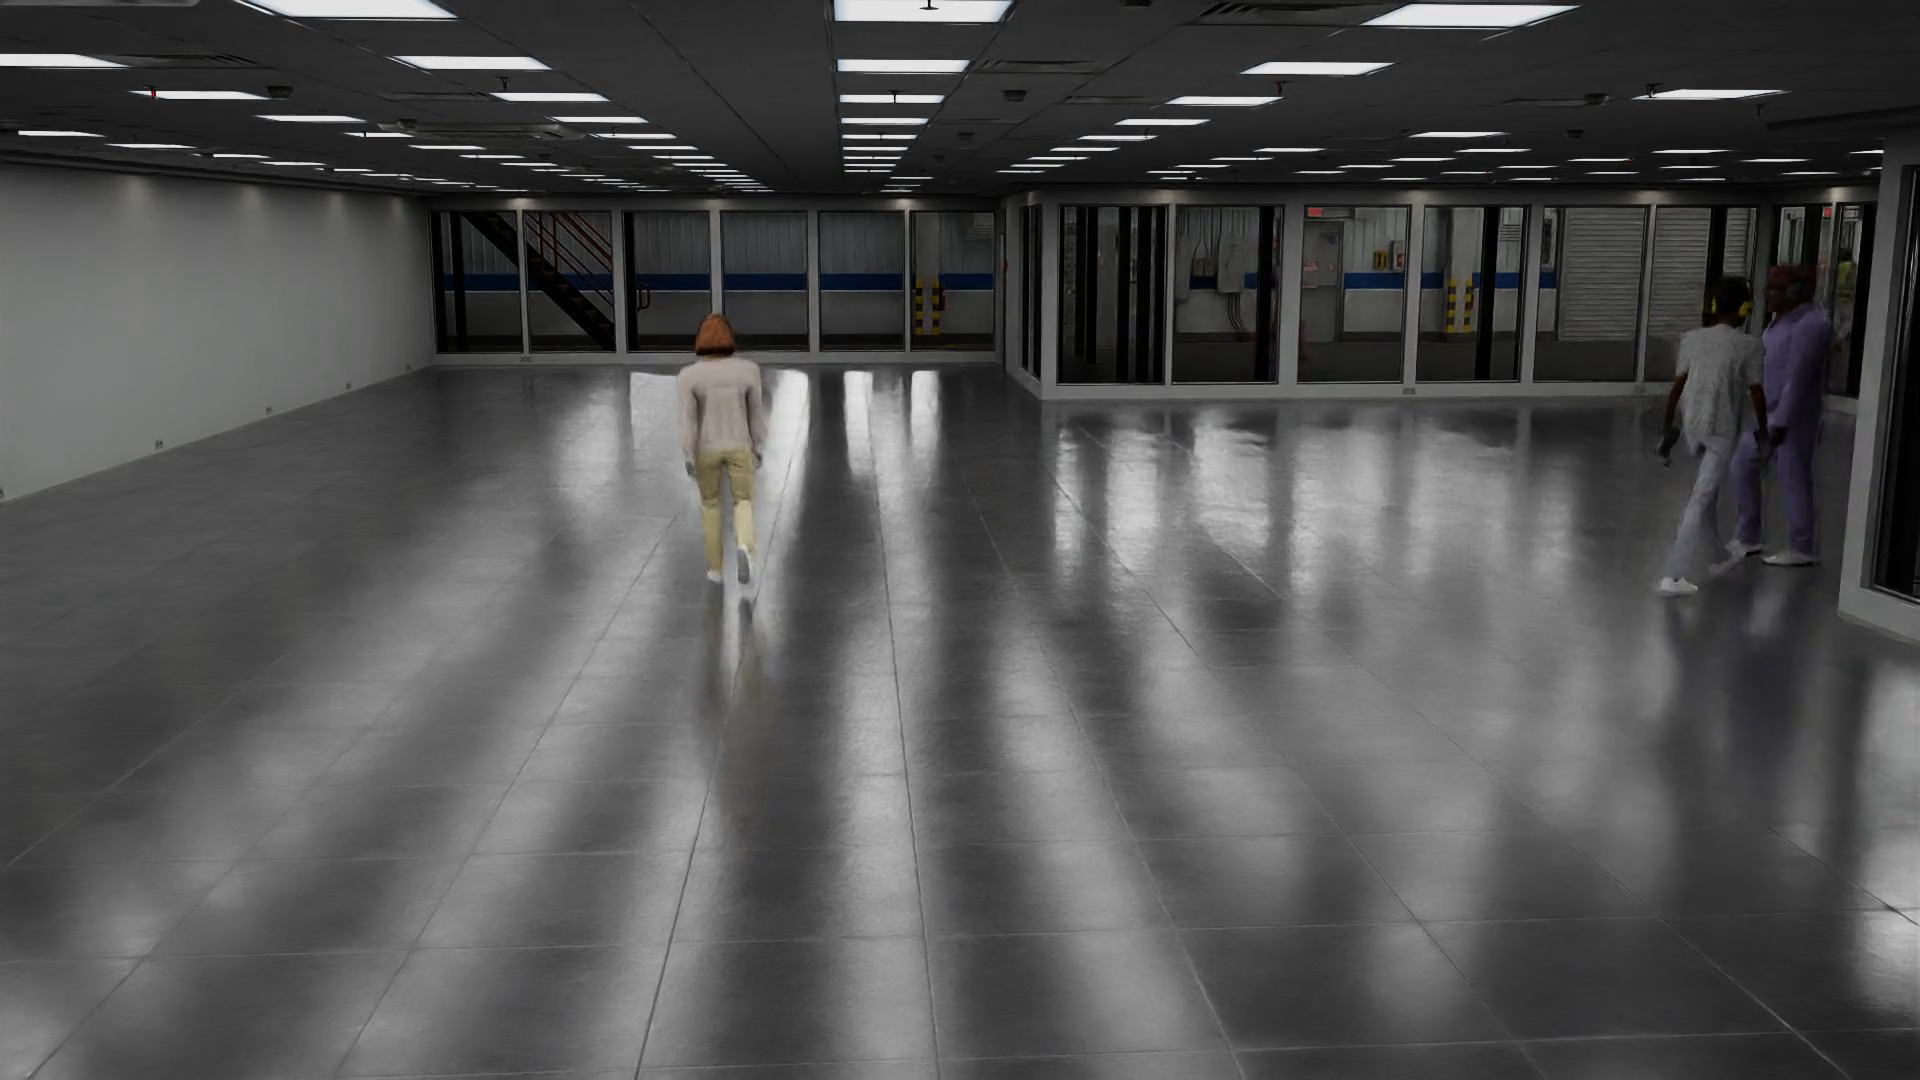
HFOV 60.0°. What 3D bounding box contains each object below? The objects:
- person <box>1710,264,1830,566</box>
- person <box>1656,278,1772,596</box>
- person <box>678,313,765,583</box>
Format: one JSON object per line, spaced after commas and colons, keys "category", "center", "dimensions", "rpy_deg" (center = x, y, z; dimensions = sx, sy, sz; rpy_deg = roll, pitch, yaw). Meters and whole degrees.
{"category": "person", "center": [5.060, -0.769, 10.389], "dimensions": [0.716, 1.878, 0.666], "rpy_deg": [1, 11, 4]}
{"category": "person", "center": [4.433, -0.601, 9.666], "dimensions": [0.992, 1.814, 0.516], "rpy_deg": [-6, 12, -31]}
{"category": "person", "center": [-1.385, -0.517, 9.748], "dimensions": [0.514, 1.617, 0.528], "rpy_deg": [-3, 11, -15]}
